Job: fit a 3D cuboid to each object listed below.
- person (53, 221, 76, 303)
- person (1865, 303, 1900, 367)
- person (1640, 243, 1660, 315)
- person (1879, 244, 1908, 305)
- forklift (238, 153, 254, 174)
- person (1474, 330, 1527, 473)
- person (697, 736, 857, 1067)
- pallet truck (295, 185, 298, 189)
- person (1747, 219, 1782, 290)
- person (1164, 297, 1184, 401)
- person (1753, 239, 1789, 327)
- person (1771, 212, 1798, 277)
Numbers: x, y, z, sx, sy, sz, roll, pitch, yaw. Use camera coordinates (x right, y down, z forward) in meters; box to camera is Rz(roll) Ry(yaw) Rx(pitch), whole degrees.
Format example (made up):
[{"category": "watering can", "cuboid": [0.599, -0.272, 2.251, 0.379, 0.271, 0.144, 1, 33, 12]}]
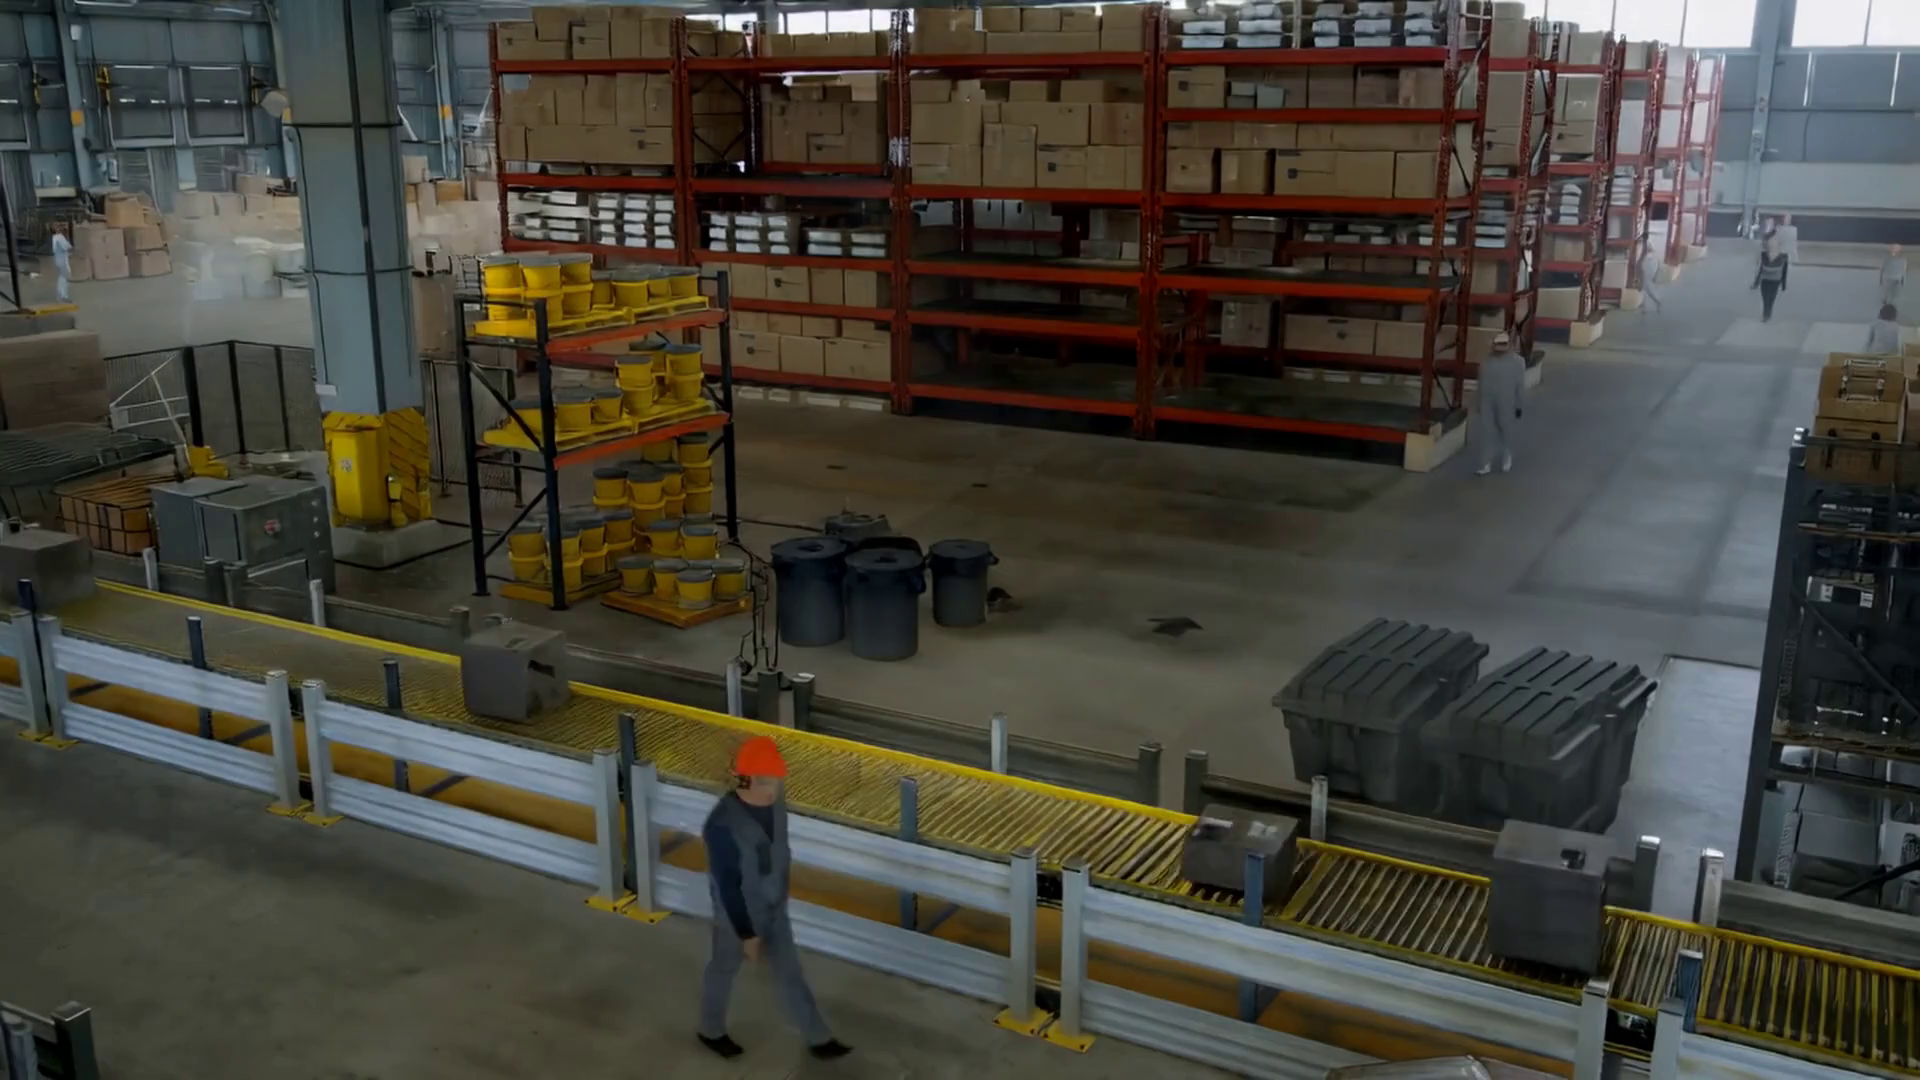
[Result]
[{"category": "person", "cuboid": [-21.612, -6.697, 40.057, 0.382, 1.958, 0.606, -11, 19, -36]}, {"category": "person", "cuboid": [14.789, -2.989, 26.747, 0.410, 1.625, 0.498, -8, 17, -29]}, {"category": "person", "cuboid": [15.661, -5.929, 37.805, 0.425, 1.612, 0.563, 0, 15, 1]}, {"category": "person", "cuboid": [21.126, -5.898, 37.673, 0.511, 1.620, 0.528, 10, 18, 32]}, {"category": "forklift", "cuboid": [-26.170, -12.804, 61.235, 1.873, 2.768, 1.129, -3, 15, -10]}, {"category": "person", "cuboid": [7.054, -1.811, 21.797, 0.669, 1.890, 0.456, 10, 18, 32]}, {"category": "person", "cuboid": [-0.967, 1.837, 8.285, 0.944, 1.781, 0.608, 9, 17, 30]}, {"category": "pallet truck", "cuboid": [-26.804, -14.617, 69.738, 1.885, 1.965, 0.823, -14, 20, -42]}, {"category": "person", "cuboid": [20.750, -7.329, 42.712, 0.853, 1.812, 0.569, -5, 16, -18]}, {"category": "person", "cuboid": [3.471, -3.114, 27.067, 0.321, 1.699, 0.530, -3, 15, -10]}, {"category": "person", "cuboid": [17.603, -5.608, 36.112, 0.611, 1.878, 0.991, 11, 19, 36]}, {"category": "person", "cuboid": [22.012, -7.807, 44.405, 0.999, 1.850, 0.676, -13, 20, -40]}]
